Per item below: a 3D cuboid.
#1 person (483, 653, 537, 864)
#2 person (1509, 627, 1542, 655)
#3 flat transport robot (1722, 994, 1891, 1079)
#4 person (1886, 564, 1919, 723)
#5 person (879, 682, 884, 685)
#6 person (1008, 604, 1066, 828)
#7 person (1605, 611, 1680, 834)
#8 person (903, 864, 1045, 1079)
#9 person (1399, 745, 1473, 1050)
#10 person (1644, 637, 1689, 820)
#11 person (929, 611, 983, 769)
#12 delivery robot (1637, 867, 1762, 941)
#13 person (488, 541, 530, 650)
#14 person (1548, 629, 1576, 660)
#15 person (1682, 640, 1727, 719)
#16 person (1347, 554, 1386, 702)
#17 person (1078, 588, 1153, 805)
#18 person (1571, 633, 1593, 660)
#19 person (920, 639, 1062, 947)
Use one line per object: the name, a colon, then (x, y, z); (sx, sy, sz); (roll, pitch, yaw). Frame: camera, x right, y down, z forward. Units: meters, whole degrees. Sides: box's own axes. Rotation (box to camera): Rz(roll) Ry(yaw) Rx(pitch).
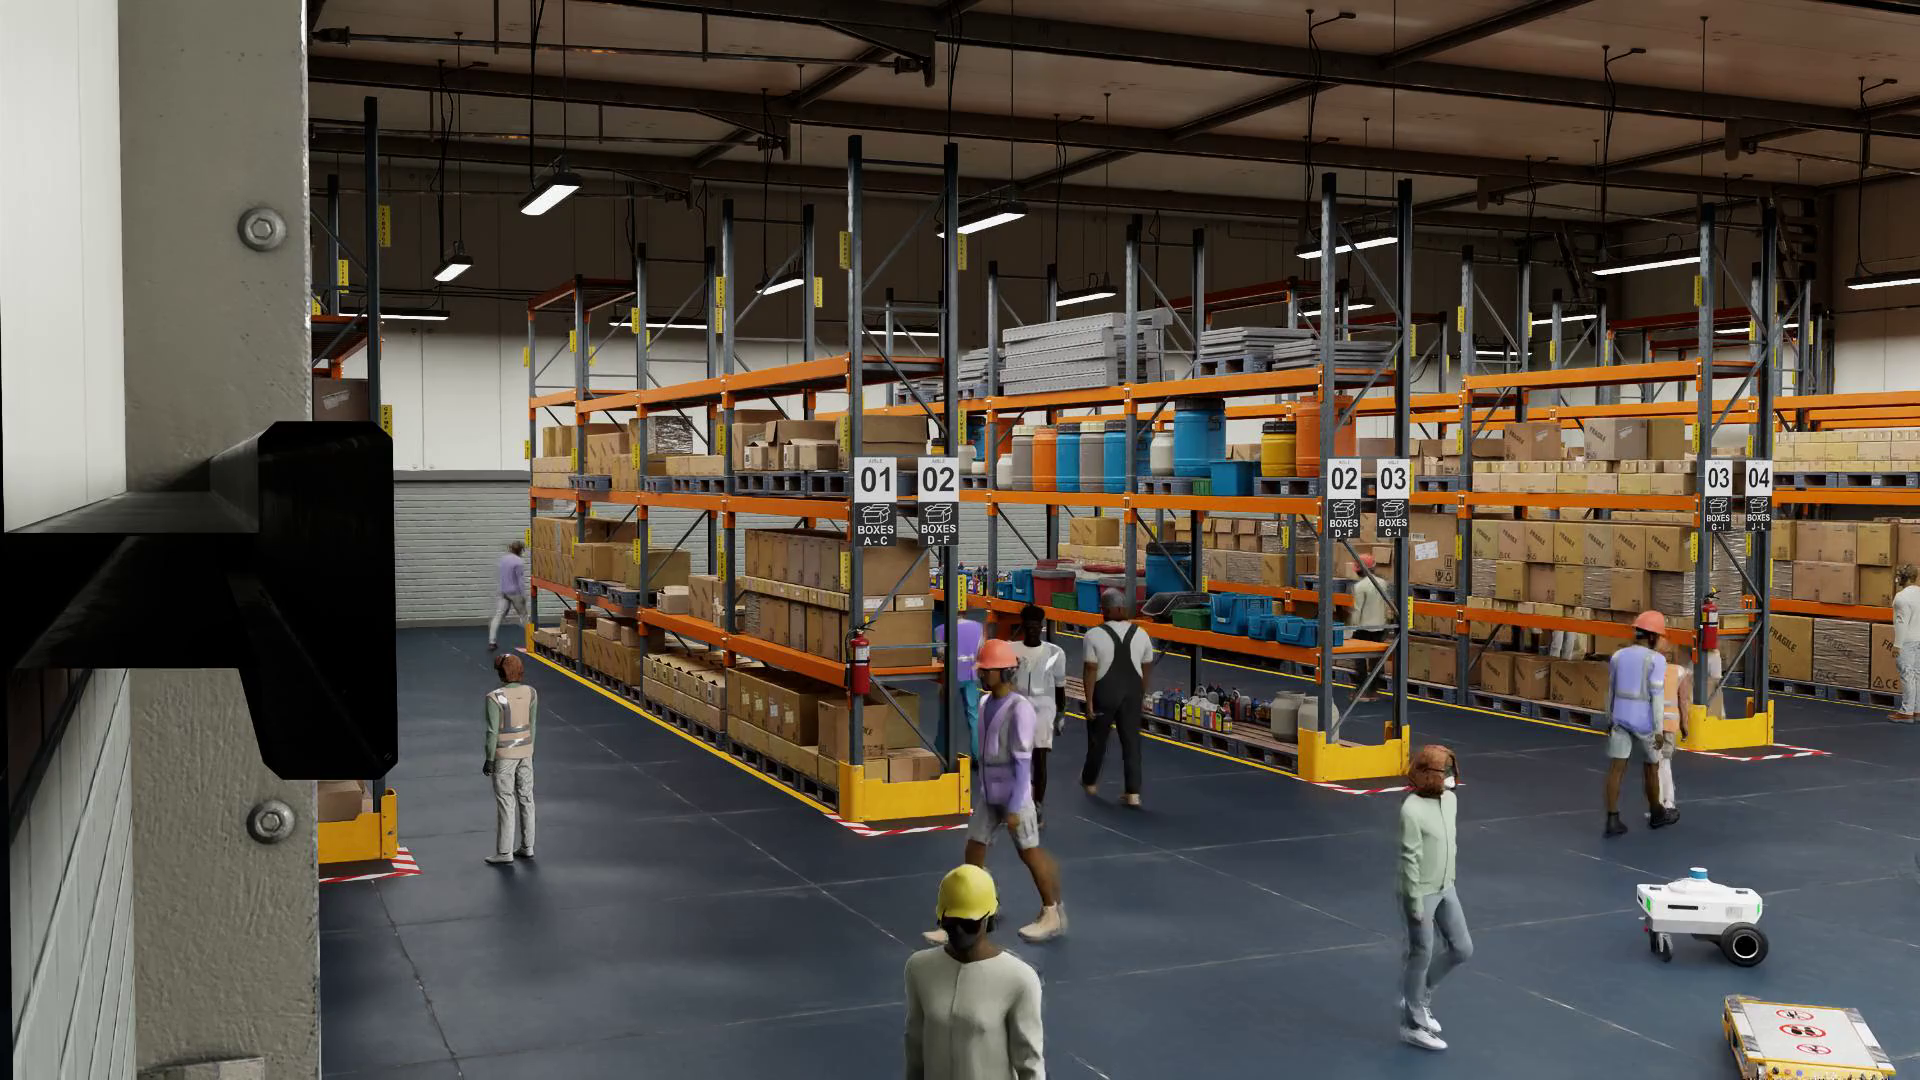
person: (-3.528, 1.712, 14.079); (0.308, 1.638, 0.517); (1, 3, 31)
person: (8.330, 1.051, 26.405); (0.621, 2.024, 0.738); (0, 2, -6)
flat transport robot: (4.277, 2.599, 9.049); (0.652, 0.197, 1.431); (1, 2, 17)
person: (11.618, 1.262, 21.976); (0.630, 1.938, 0.372); (-2, 3, -41)
person: (-1.170, 1.246, 23.938); (0.605, 1.812, 0.625); (-1, 3, -29)
person: (0.640, 1.509, 15.838); (0.602, 1.926, 0.995); (0, 2, 11)
person: (5.792, 1.545, 15.242); (0.927, 1.876, 0.636); (-1, 3, -33)
person: (0.043, 1.965, 6.151); (0.539, 1.742, 0.735); (1, 2, 23)
person: (2.526, 1.893, 9.545); (0.520, 1.617, 0.349); (-2, 3, -44)
person: (6.107, 1.650, 15.730); (0.547, 1.622, 0.402); (0, 2, -9)
person: (-0.016, 1.461, 18.673); (0.573, 1.796, 0.989); (-1, 2, -22)
delivery robot: (4.678, 2.324, 11.357); (0.707, 0.478, 0.477); (0, 2, 12)
person: (-7.645, 0.950, 30.871); (0.717, 1.862, 1.048); (2, 3, 44)
person: (8.552, 1.159, 25.337); (0.584, 1.882, 0.337); (-1, 2, -25)
person: (9.000, 1.334, 21.873); (0.635, 1.812, 0.914); (-1, 2, -27)
person: (5.449, 1.177, 23.894); (0.673, 1.966, 0.393); (-2, 3, -35)
person: (1.427, 1.433, 16.706); (0.700, 2.000, 1.038); (-1, 2, -16)
person: (8.900, 1.272, 25.705); (0.361, 1.623, 0.508); (2, 3, 43)
person: (0.249, 1.636, 11.589); (1.036, 1.987, 0.626); (-1, 3, -31)
